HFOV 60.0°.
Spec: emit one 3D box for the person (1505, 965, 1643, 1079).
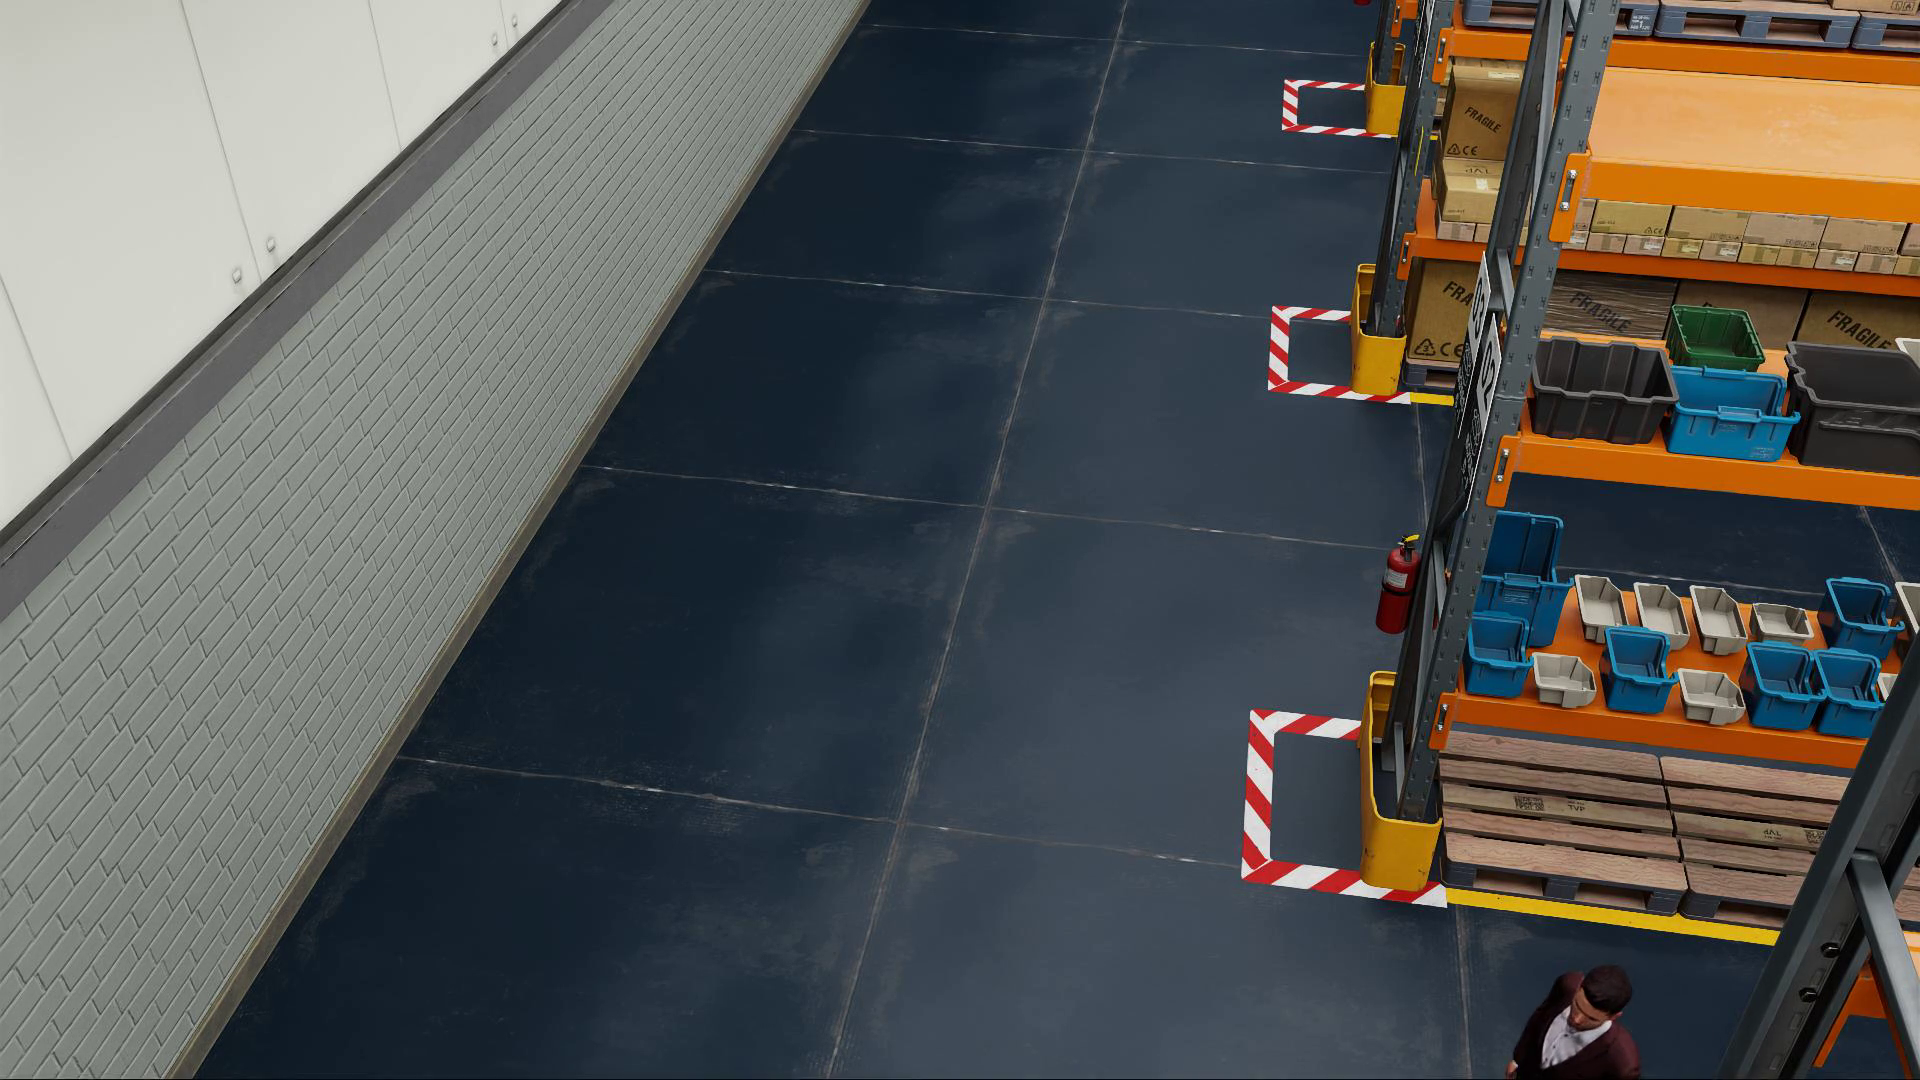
[{"bbox_3d":[2.458,2.274,6.724,1.060,1.845,0.916,-8,38,-10],"label":"person"}]
